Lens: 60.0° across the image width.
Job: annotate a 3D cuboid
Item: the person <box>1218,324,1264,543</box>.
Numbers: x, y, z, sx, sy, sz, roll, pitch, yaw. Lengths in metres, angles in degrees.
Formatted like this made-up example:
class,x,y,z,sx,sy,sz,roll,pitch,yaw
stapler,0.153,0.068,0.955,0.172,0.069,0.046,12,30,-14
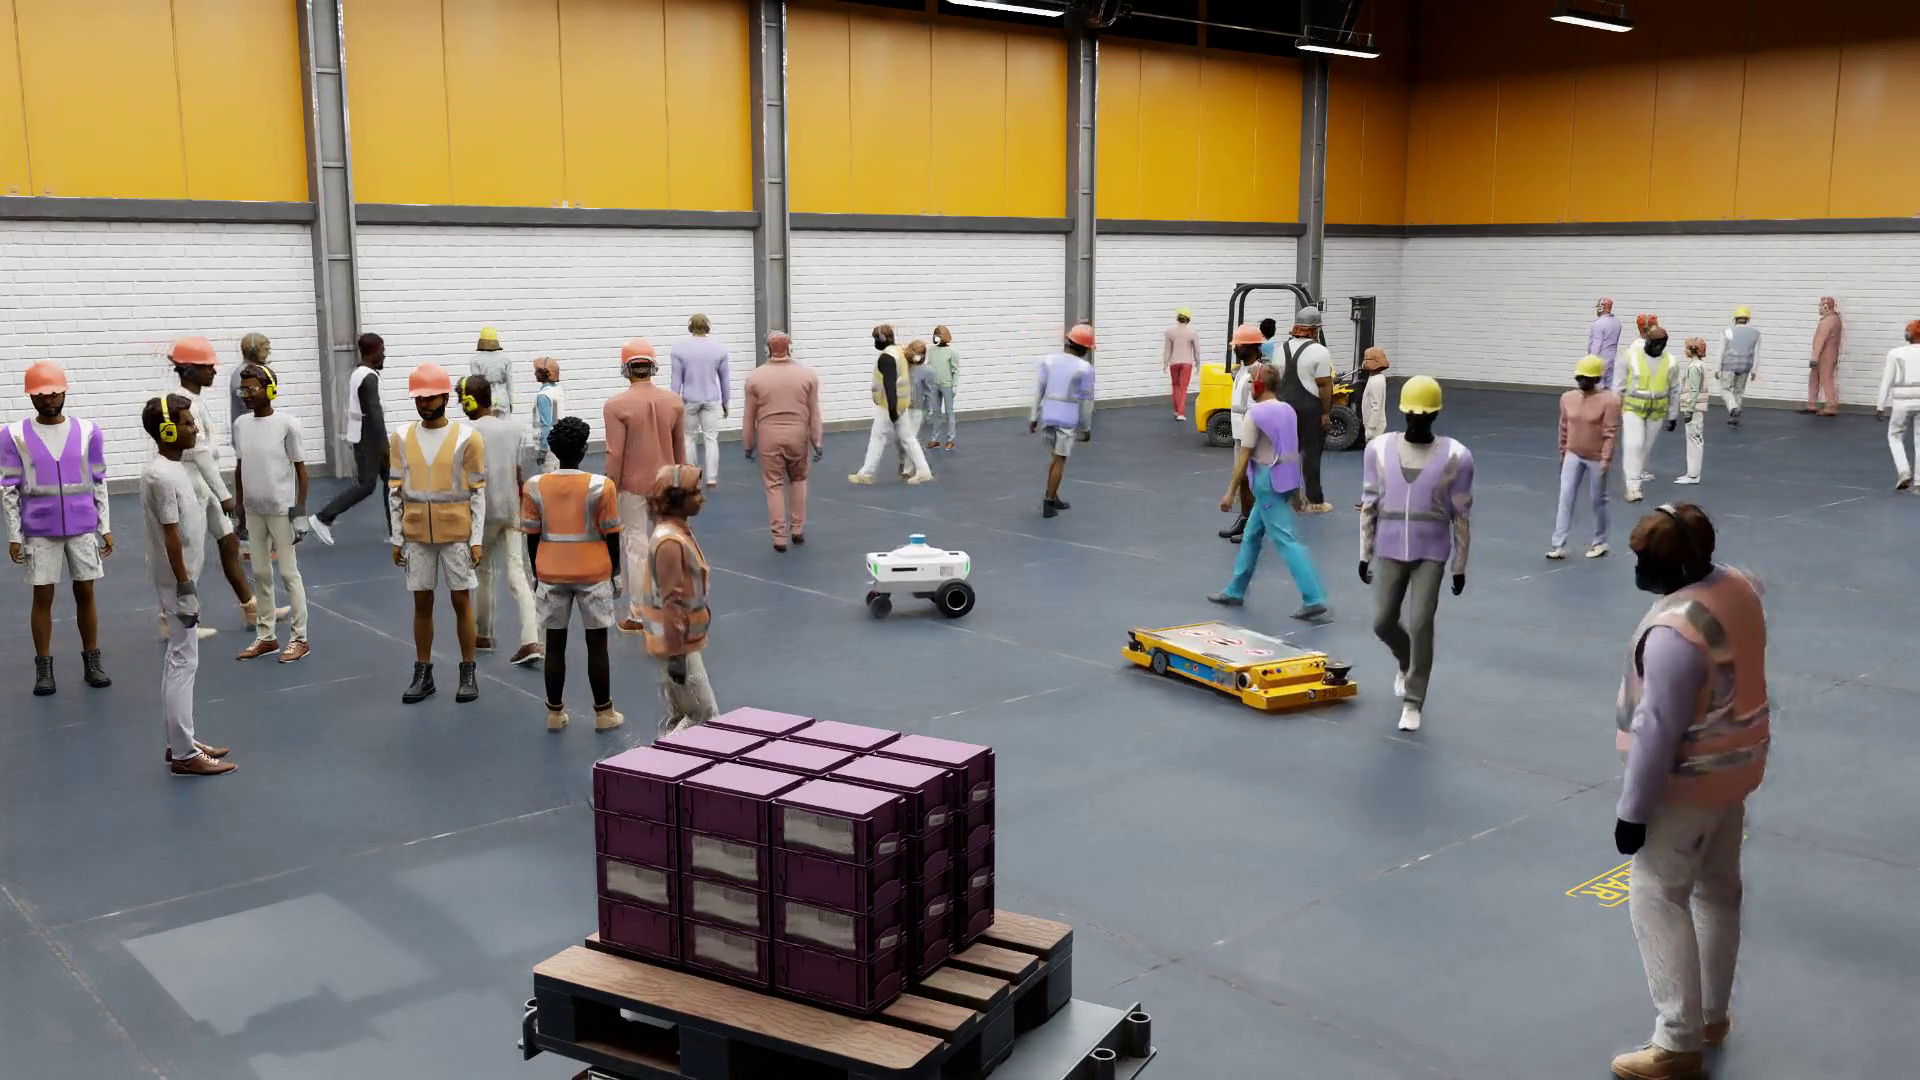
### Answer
class,x,y,z,sx,sy,sz,roll,pitch,yaw
person,2.533,-0.939,14.738,0.355,1.939,0.543,-2,10,-10

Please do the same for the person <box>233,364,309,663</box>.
class,x,y,z,sx,sy,sz,roll,pitch,yaw
person,-4.324,-0.164,10.400,0.532,1.870,0.315,3,10,16

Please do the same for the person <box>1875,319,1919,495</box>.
class,x,y,z,sx,sy,sz,roll,pitch,yaw
person,10.168,-1.417,17.759,0.707,1.861,0.466,3,10,18

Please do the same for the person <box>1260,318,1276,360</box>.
class,x,y,z,sx,sy,sz,roll,pitch,yaw
person,4.318,-2.266,23.293,0.854,1.654,0.540,0,10,-2

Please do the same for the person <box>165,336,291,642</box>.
class,x,y,z,sx,sy,sz,roll,pitch,yaw
person,-4.876,-0.329,10.972,0.870,2.012,0.623,-3,10,-19

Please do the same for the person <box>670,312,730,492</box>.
class,x,y,z,sx,sy,sz,roll,pitch,yaw
person,-2.811,-1.479,17.948,0.655,1.940,0.476,-3,10,-17

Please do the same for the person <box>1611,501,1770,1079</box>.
class,x,y,z,sx,sy,sz,roll,pitch,yaw
person,2.288,0.761,5.211,0.433,1.809,0.746,9,14,44

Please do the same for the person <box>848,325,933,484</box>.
class,x,y,z,sx,sy,sz,roll,pitch,yaw
person,-0.745,-1.495,18.474,0.955,1.783,0.659,2,10,13

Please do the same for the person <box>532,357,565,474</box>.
class,x,y,z,sx,sy,sz,roll,pitch,yaw
person,-3.663,-0.817,14.893,0.309,1.641,0.513,0,10,2

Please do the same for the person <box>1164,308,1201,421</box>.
class,x,y,z,sx,sy,sz,roll,pitch,yaw
person,3.466,-2.727,25.822,0.546,1.726,0.864,4,10,21

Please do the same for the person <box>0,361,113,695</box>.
class,x,y,z,sx,sy,sz,roll,pitch,yaw
person,-5.228,-0.073,9.667,0.552,1.935,0.367,-7,12,-36

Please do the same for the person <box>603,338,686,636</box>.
class,x,y,z,sx,sy,sz,roll,pitch,yaw
person,-2.122,-0.357,11.175,0.614,1.988,0.395,-8,13,-40

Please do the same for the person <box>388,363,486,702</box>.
class,x,y,z,sx,sy,sz,roll,pitch,yaw
person,-2.966,-0.036,9.449,0.544,1.939,0.354,0,10,-2

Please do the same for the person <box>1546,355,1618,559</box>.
class,x,y,z,sx,sy,sz,roll,pitch,yaw
person,5.177,-0.669,13.788,0.533,1.722,0.863,9,13,43

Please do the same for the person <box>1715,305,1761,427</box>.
class,x,y,z,sx,sy,sz,roll,pitch,yaw
person,11.463,-2.547,24.505,0.606,1.811,0.565,1,10,6

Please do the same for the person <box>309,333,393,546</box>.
class,x,y,z,sx,sy,sz,roll,pitch,yaw
person,-5.238,-0.874,14.561,0.905,1.878,0.593,-4,10,-21

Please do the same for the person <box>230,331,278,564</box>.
class,x,y,z,sx,sy,sz,roll,pitch,yaw
person,-5.741,-0.756,13.722,0.530,1.917,0.650,-4,11,-24

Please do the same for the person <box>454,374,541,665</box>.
class,x,y,z,sx,sy,sz,roll,pitch,yaw
person,-2.917,-0.128,10.390,0.543,1.814,0.973,-9,13,-41

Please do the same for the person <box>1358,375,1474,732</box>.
class,x,y,z,sx,sy,sz,roll,pitch,yaw
person,2.473,0.050,9.017,0.590,1.906,0.576,5,11,28

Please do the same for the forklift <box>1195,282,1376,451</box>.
class,x,y,z,sx,sy,sz,roll,pitch,yaw
forklift,4.328,-2.346,22.227,2.313,2.155,1.214,3,10,16

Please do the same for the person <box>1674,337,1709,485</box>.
class,x,y,z,sx,sy,sz,roll,pitch,yaw
person,8.157,-1.434,18.507,0.314,1.640,0.516,6,11,30

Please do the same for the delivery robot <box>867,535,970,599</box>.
class,x,y,z,sx,sy,sz,roll,pitch,yaw
delivery robot,-0.299,0.205,11.789,0.707,0.478,0.477,-1,9,-11

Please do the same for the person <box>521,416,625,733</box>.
class,x,y,z,sx,sy,sz,roll,pitch,yaw
person,-2.041,0.192,8.822,0.535,1.697,0.318,1,10,4

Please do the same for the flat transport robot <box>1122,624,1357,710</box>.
class,x,y,z,sx,sy,sz,roll,pitch,yaw
flat transport robot,1.636,0.717,9.913,0.652,0.197,1.431,-5,11,-28

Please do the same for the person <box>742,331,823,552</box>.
class,x,y,z,sx,sy,sz,roll,pitch,yaw
person,-1.549,-0.863,14.431,0.680,1.881,0.691,-1,10,-9

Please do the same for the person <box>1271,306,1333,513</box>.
class,x,y,z,sx,sy,sz,roll,pitch,yaw
person,3.454,-1.303,16.567,0.537,2.000,0.675,-7,12,-37

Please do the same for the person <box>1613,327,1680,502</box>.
class,x,y,z,sx,sy,sz,roll,pitch,yaw
person,7.097,-1.279,17.126,0.638,1.801,0.878,1,10,3

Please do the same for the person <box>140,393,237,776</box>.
class,x,y,z,sx,sy,sz,roll,pitch,yaw
person,-3.802,0.221,8.147,0.328,1.872,0.513,-5,11,-28

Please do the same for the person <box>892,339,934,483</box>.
class,x,y,z,sx,sy,sz,roll,pitch,yaw
person,-0.552,-1.452,18.659,0.538,1.613,0.393,2,10,13

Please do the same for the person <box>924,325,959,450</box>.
class,x,y,z,sx,sy,sz,roll,pitch,yaw
person,-0.239,-2.004,21.861,0.497,1.634,0.279,7,12,35

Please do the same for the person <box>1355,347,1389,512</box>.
class,x,y,z,sx,sy,sz,roll,pitch,yaw
person,4.101,-1.096,16.547,0.279,1.633,0.504,3,10,15

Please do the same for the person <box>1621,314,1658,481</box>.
class,x,y,z,sx,sy,sz,roll,pitch,yaw
person,7.725,-1.614,18.855,0.355,1.883,0.573,2,10,13

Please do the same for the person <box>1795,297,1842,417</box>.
class,x,y,z,sx,sy,sz,roll,pitch,yaw
person,13.612,-2.907,26.402,0.757,1.879,0.680,8,12,37

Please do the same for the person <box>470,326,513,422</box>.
class,x,y,z,sx,sy,sz,roll,pitch,yaw
person,-5.322,-1.558,18.928,0.484,1.745,0.298,-6,11,-32

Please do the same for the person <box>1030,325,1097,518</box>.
class,x,y,z,sx,sy,sz,roll,pitch,yaw
person,1.026,-1.155,16.191,0.641,1.875,0.617,8,13,39

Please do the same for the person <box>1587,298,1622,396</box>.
class,x,y,z,sx,sy,sz,roll,pitch,yaw
person,9.683,-2.699,25.131,0.642,1.909,0.410,-8,13,-40

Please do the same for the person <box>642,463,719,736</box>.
class,x,y,z,sx,sy,sz,roll,pitch,yaw
person,-1.228,0.472,7.358,0.364,1.627,0.534,-1,10,-6

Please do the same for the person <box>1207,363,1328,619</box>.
class,x,y,z,sx,sy,sz,roll,pitch,yaw
person,2.220,-0.348,11.756,0.996,1.793,0.572,7,12,34
